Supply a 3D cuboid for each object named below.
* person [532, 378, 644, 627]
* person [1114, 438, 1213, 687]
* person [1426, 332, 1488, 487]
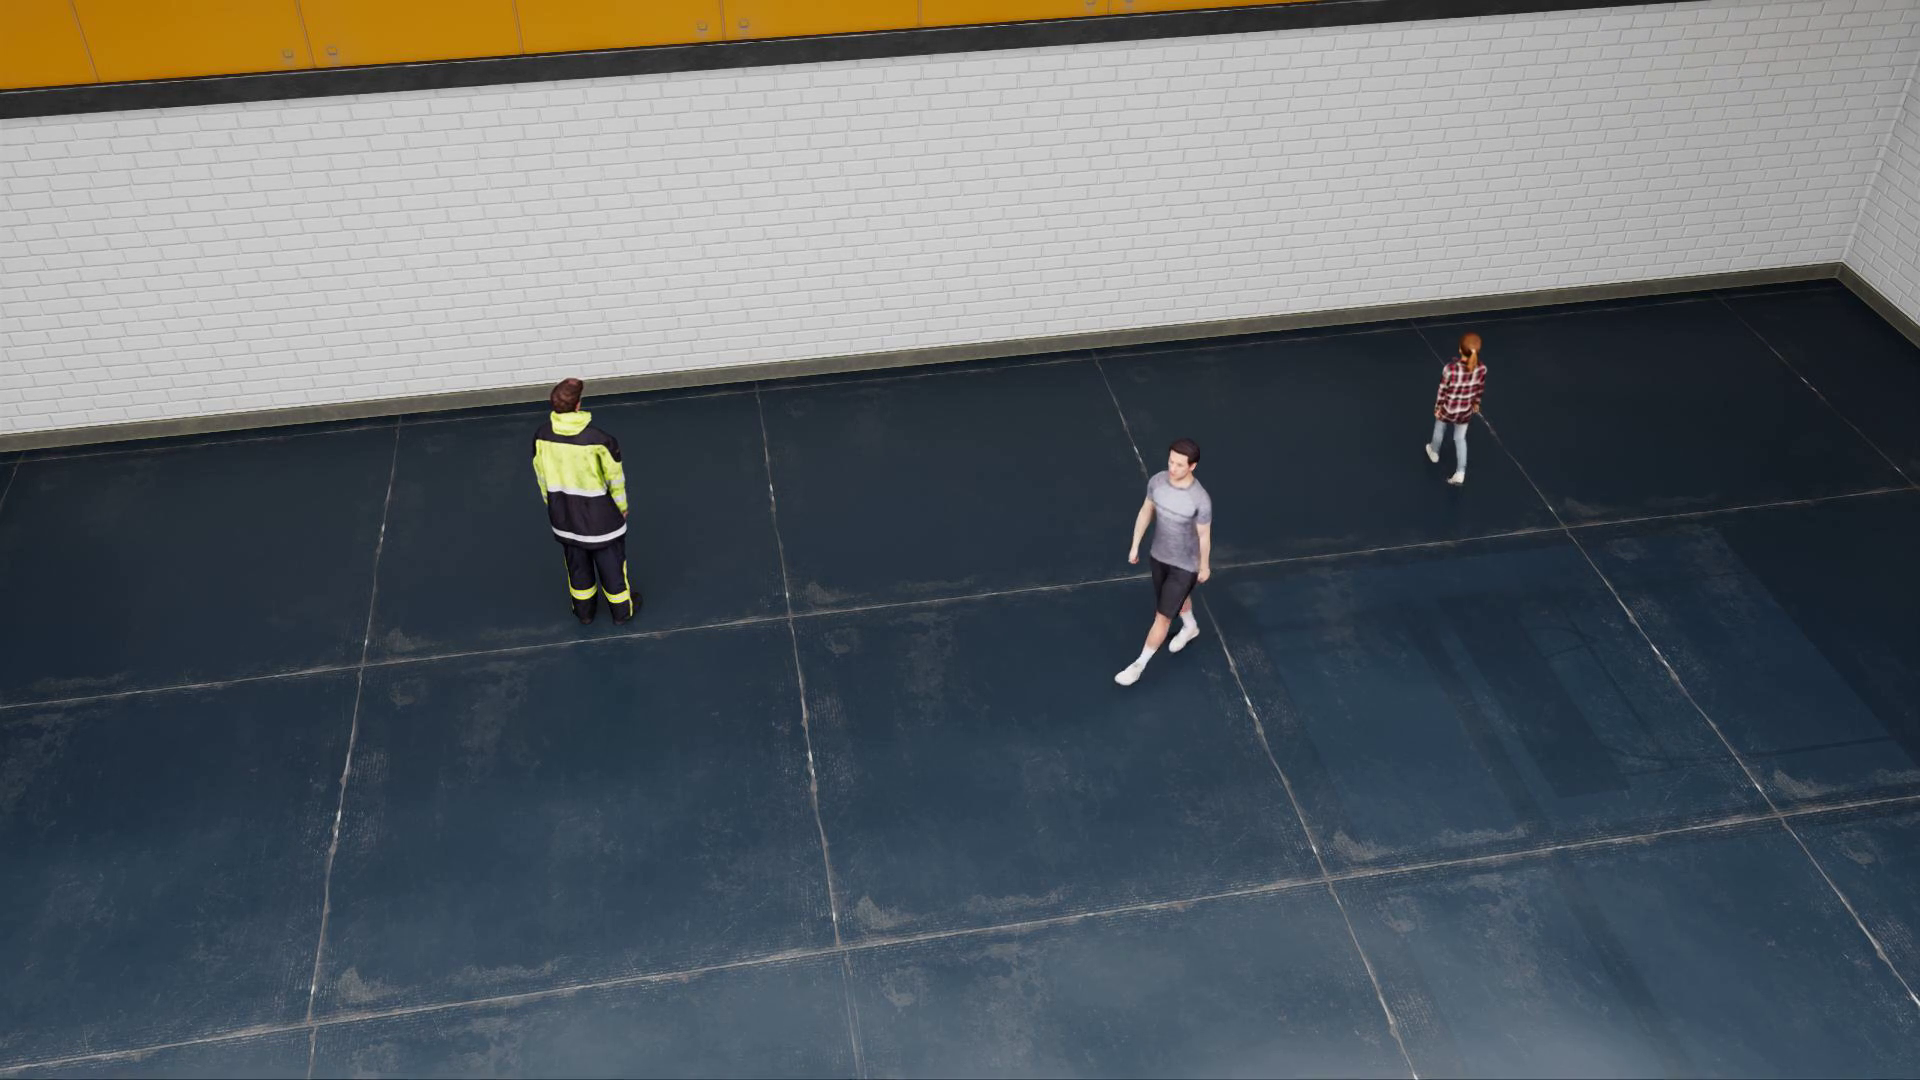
[{"bbox_3d":[-2.585,-0.247,11.457,0.847,1.983,0.782,6,39,7],"label":"person"},{"bbox_3d":[1.507,0.078,11.171,1.148,1.834,1.214,-30,47,-32],"label":"person"},{"bbox_3d":[3.895,-1.015,12.974,0.607,1.291,0.918,-1,39,-1],"label":"person"}]
